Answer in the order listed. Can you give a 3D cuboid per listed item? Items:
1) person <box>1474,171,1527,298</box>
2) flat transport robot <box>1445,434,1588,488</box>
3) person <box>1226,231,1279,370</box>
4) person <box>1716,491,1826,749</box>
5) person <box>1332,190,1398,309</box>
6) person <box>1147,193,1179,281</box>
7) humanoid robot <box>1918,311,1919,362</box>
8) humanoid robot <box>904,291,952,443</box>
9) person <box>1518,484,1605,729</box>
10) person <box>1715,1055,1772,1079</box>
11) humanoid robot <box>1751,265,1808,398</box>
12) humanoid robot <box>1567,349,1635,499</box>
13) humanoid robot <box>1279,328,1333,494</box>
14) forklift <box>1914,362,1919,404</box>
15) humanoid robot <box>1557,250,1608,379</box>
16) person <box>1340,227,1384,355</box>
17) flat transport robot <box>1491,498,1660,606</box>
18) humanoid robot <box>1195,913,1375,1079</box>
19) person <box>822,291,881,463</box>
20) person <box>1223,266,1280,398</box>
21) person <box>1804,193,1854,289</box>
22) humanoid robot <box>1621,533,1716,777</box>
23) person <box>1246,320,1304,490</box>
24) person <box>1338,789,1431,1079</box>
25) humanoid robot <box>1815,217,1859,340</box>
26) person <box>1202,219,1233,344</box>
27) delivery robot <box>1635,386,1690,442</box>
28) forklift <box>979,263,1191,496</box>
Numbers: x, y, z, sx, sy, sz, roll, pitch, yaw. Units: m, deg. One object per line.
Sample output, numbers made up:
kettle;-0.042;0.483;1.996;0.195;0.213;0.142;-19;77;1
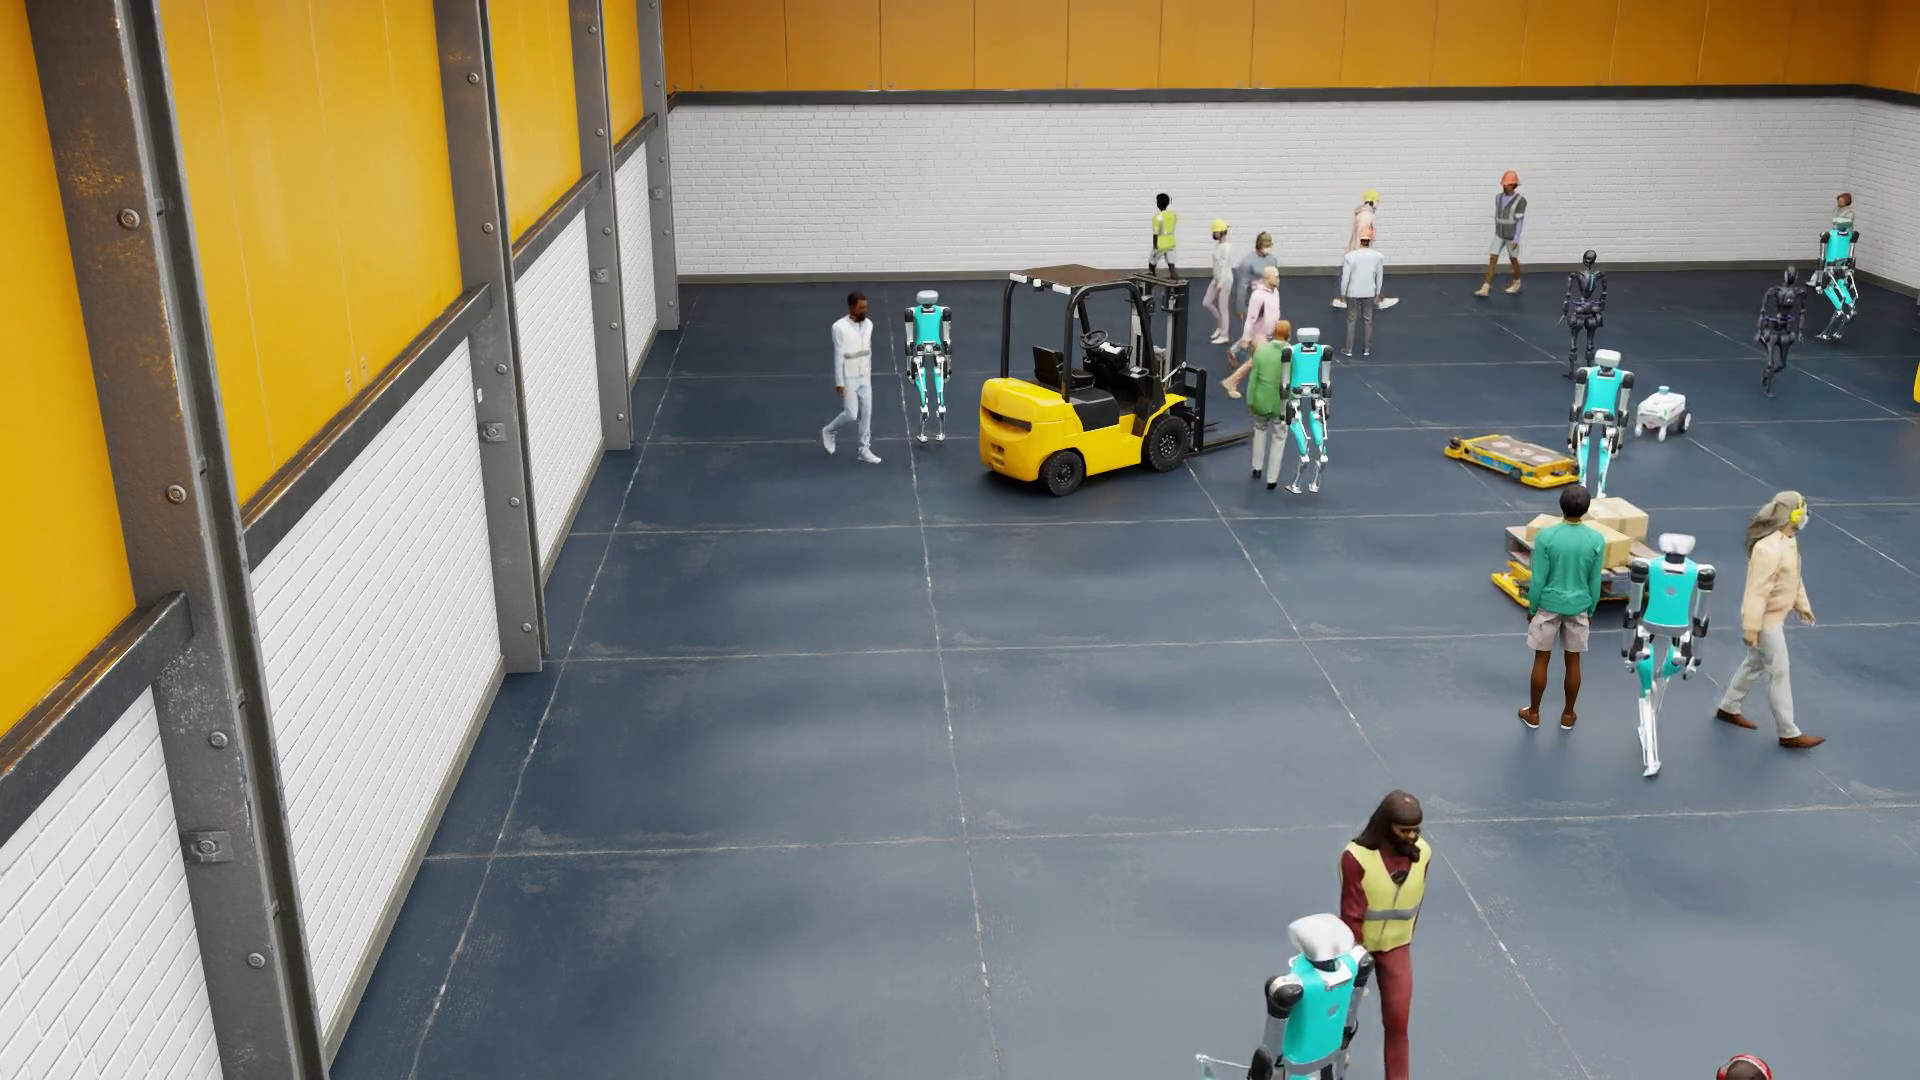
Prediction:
person;8.659;-4.843;26.342;1.078;1.983;0.622;-13;24;-32
flat transport robot;6.009;-0.873;18.006;0.659;0.231;1.431;-11;23;-27
person;3.825;-3.056;21.571;0.628;1.918;0.526;-17;26;-39
person;5.881;0.560;11.817;0.789;1.848;0.578;14;24;33
person;6.243;-4.443;25.477;1.005;1.810;0.826;3;20;7
person;3.226;-4.640;26.275;0.529;1.648;0.855;-12;23;-29
humanoid robot;13.126;-3.153;22.158;0.599;1.655;0.315;-1;20;-4
humanoid robot;-0.335;-1.883;18.435;0.533;1.676;0.735;-1;20;-4
person;4.341;0.496;11.985;0.491;1.850;0.397;3;20;9
person;2.877;2.672;6.335;0.461;1.651;0.327;19;27;41
humanoid robot;10.211;-2.640;20.800;0.610;1.630;0.632;1;20;2
humanoid robot;6.082;-0.855;15.911;0.547;1.860;0.725;6;21;17
humanoid robot;3.514;-1.255;16.725;0.533;1.676;0.735;-1;20;-4
forklift;12.602;-2.435;19.475;2.313;2.155;1.214;-1;20;-4
humanoid robot;8.069;-2.926;21.536;0.599;1.657;0.315;-1;20;-4
person;5.471;-3.400;22.735;0.573;1.749;0.336;-1;20;-4
flat transport robot;5.499;0.363;14.639;1.431;0.231;0.659;-3;20;-8
humanoid robot;1.343;2.301;7.260;0.530;1.728;1.048;-12;23;-30
person;-1.177;-1.789;18.126;0.627;1.900;0.595;16;25;37
person;3.628;-2.498;20.287;0.879;1.744;0.532;14;24;34
person;14.112;-4.807;26.804;0.843;1.579;0.564;-2;20;-6
humanoid robot;4.885;0.718;11.602;0.537;1.796;0.866;8;22;20
person;3.292;-1.429;17.367;0.569;1.756;0.666;7;21;18
person;2.040;1.979;8.144;0.462;1.718;0.965;-3;20;-7
humanoid robot;12.250;-3.593;23.093;0.533;1.677;0.735;-1;20;-4
person;3.639;-3.619;23.349;0.395;1.750;0.528;-5;21;-13
delivery robot;8.119;-1.479;19.250;0.499;0.599;0.787;16;25;36
forklift;1.315;-1.764;17.646;2.313;2.155;1.214;-14;24;-33
